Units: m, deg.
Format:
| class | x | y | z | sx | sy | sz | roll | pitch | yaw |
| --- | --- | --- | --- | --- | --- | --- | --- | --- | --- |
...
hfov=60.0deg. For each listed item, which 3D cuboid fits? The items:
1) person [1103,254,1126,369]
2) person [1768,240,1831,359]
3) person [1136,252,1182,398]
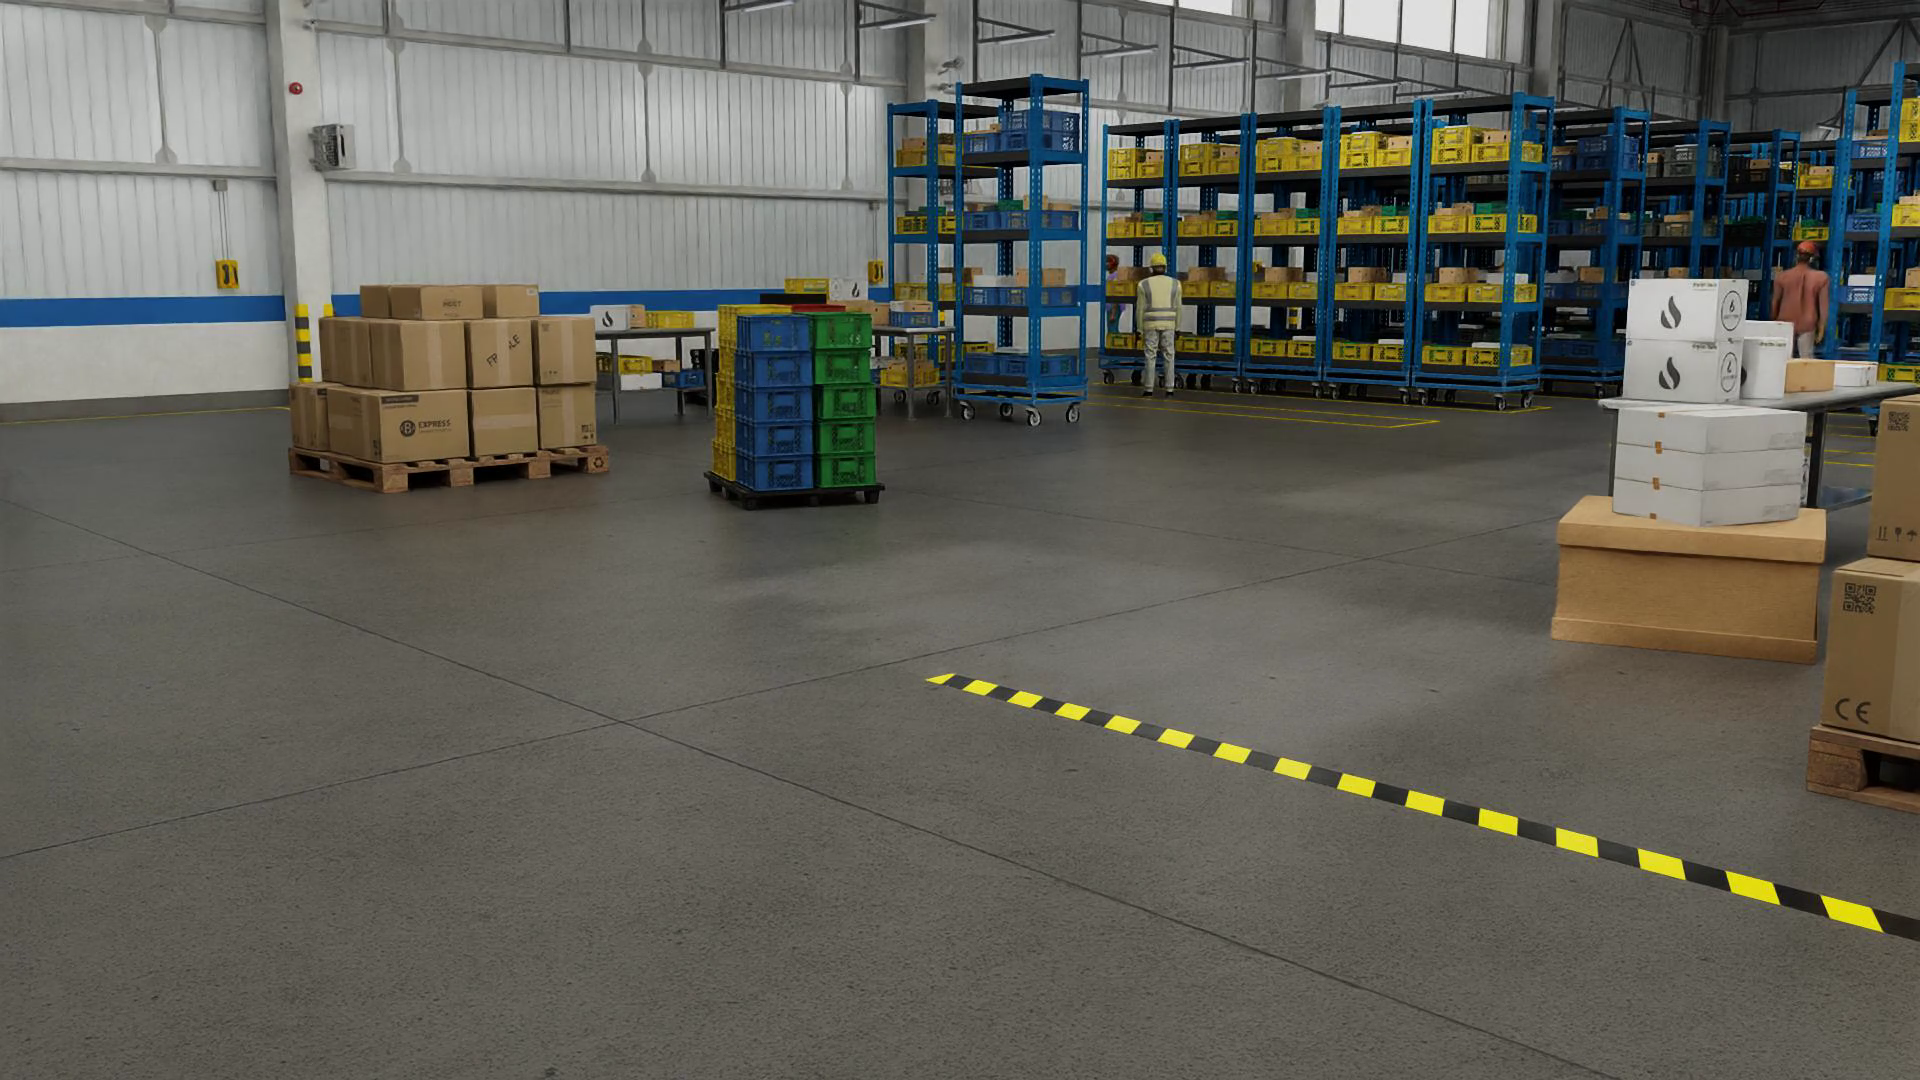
| class | x | y | z | sx | sy | sz | roll | pitch | yaw |
| --- | --- | --- | --- | --- | --- | --- | --- | --- | --- |
| person | 2.464 | -3.662 | 26.723 | 0.389 | 1.850 | 0.567 | 0 | 9 | -2 |
| person | 9.718 | -2.485 | 19.307 | 0.639 | 1.961 | 0.477 | 4 | 10 | 23 |
| person | 2.501 | -2.694 | 20.947 | 0.587 | 1.836 | 0.404 | -1 | 9 | -5 |
